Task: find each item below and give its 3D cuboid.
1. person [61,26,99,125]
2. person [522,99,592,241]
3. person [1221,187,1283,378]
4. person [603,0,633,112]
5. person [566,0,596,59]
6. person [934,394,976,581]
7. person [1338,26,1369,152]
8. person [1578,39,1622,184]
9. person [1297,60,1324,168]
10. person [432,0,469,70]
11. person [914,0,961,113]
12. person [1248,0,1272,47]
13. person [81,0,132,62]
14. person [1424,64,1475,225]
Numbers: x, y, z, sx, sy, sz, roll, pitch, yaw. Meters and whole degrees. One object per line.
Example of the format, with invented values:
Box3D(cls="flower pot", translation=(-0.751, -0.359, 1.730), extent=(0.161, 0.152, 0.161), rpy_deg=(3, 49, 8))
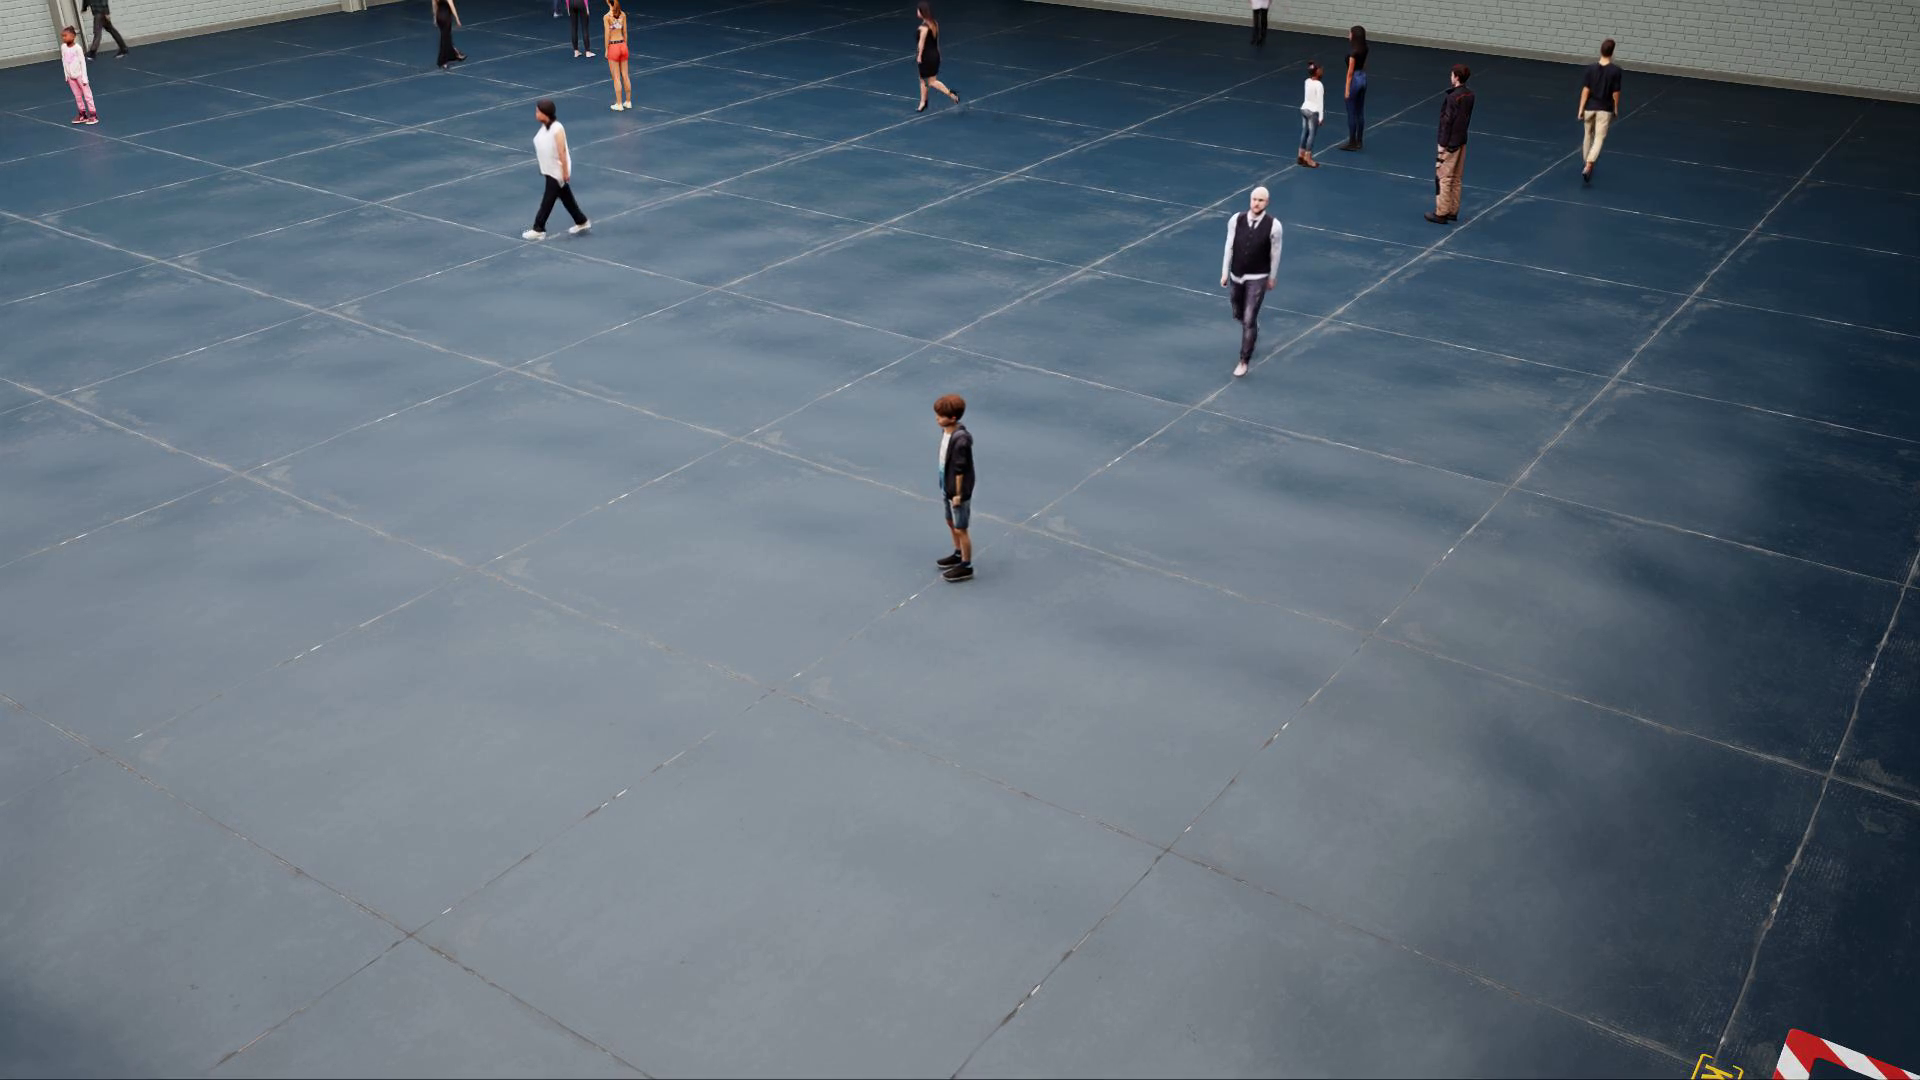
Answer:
Box3D(cls="person", translation=(-13.447, -7.083, 25.325), extent=(0.606, 1.433, 0.611), rpy_deg=(7, 28, 14))
Box3D(cls="person", translation=(-4.800, -4.432, 19.945), extent=(1.203, 1.645, 1.009), rpy_deg=(-12, 30, -23))
Box3D(cls="person", translation=(2.822, -2.535, 16.099), extent=(0.773, 1.794, 1.186), rpy_deg=(14, 30, 24))
Box3D(cls="person", translation=(-5.370, -7.663, 26.060), extent=(0.678, 1.791, 0.540), rpy_deg=(24, 36, 39))
Box3D(cls="person", translation=(-6.849, -9.553, 29.774), extent=(0.638, 1.752, 0.654), rpy_deg=(7, 28, 14))
Box3D(cls="person", translation=(-0.026, -0.404, 12.342), extent=(0.660, 1.445, 0.618), rpy_deg=(-9, 29, -17))
Box3D(cls="person", translation=(5.675, -6.467, 23.805), extent=(0.645, 1.730, 0.534), rpy_deg=(24, 36, 39))
Box3D(cls="person", translation=(8.519, -5.696, 22.205), extent=(0.644, 1.823, 1.184), rpy_deg=(17, 32, 29))
Box3D(cls="person", translation=(4.860, -5.921, 23.047), extent=(0.651, 1.452, 0.633), rpy_deg=(-8, 28, -15))
Box3D(cls="person", translation=(-8.987, -8.943, 28.792), extent=(0.610, 1.566, 0.963), rpy_deg=(17, 32, 29))
Box3D(cls="person", translation=(-0.389, -7.391, 25.650), extent=(0.906, 1.684, 1.017), rpy_deg=(8, 28, 14))
Box3D(cls="person", translation=(5.571, -10.081, 30.741), extent=(0.737, 1.804, 0.790), rpy_deg=(-3, 27, -6))
Box3D(cls="person", translation=(-14.418, -8.946, 28.005), extent=(1.153, 1.677, 0.911), rpy_deg=(-18, 32, -31))
Box3D(cls="person", translation=(6.081, -4.883, 20.517), extent=(0.775, 1.924, 0.575), rpy_deg=(24, 35, 38))
